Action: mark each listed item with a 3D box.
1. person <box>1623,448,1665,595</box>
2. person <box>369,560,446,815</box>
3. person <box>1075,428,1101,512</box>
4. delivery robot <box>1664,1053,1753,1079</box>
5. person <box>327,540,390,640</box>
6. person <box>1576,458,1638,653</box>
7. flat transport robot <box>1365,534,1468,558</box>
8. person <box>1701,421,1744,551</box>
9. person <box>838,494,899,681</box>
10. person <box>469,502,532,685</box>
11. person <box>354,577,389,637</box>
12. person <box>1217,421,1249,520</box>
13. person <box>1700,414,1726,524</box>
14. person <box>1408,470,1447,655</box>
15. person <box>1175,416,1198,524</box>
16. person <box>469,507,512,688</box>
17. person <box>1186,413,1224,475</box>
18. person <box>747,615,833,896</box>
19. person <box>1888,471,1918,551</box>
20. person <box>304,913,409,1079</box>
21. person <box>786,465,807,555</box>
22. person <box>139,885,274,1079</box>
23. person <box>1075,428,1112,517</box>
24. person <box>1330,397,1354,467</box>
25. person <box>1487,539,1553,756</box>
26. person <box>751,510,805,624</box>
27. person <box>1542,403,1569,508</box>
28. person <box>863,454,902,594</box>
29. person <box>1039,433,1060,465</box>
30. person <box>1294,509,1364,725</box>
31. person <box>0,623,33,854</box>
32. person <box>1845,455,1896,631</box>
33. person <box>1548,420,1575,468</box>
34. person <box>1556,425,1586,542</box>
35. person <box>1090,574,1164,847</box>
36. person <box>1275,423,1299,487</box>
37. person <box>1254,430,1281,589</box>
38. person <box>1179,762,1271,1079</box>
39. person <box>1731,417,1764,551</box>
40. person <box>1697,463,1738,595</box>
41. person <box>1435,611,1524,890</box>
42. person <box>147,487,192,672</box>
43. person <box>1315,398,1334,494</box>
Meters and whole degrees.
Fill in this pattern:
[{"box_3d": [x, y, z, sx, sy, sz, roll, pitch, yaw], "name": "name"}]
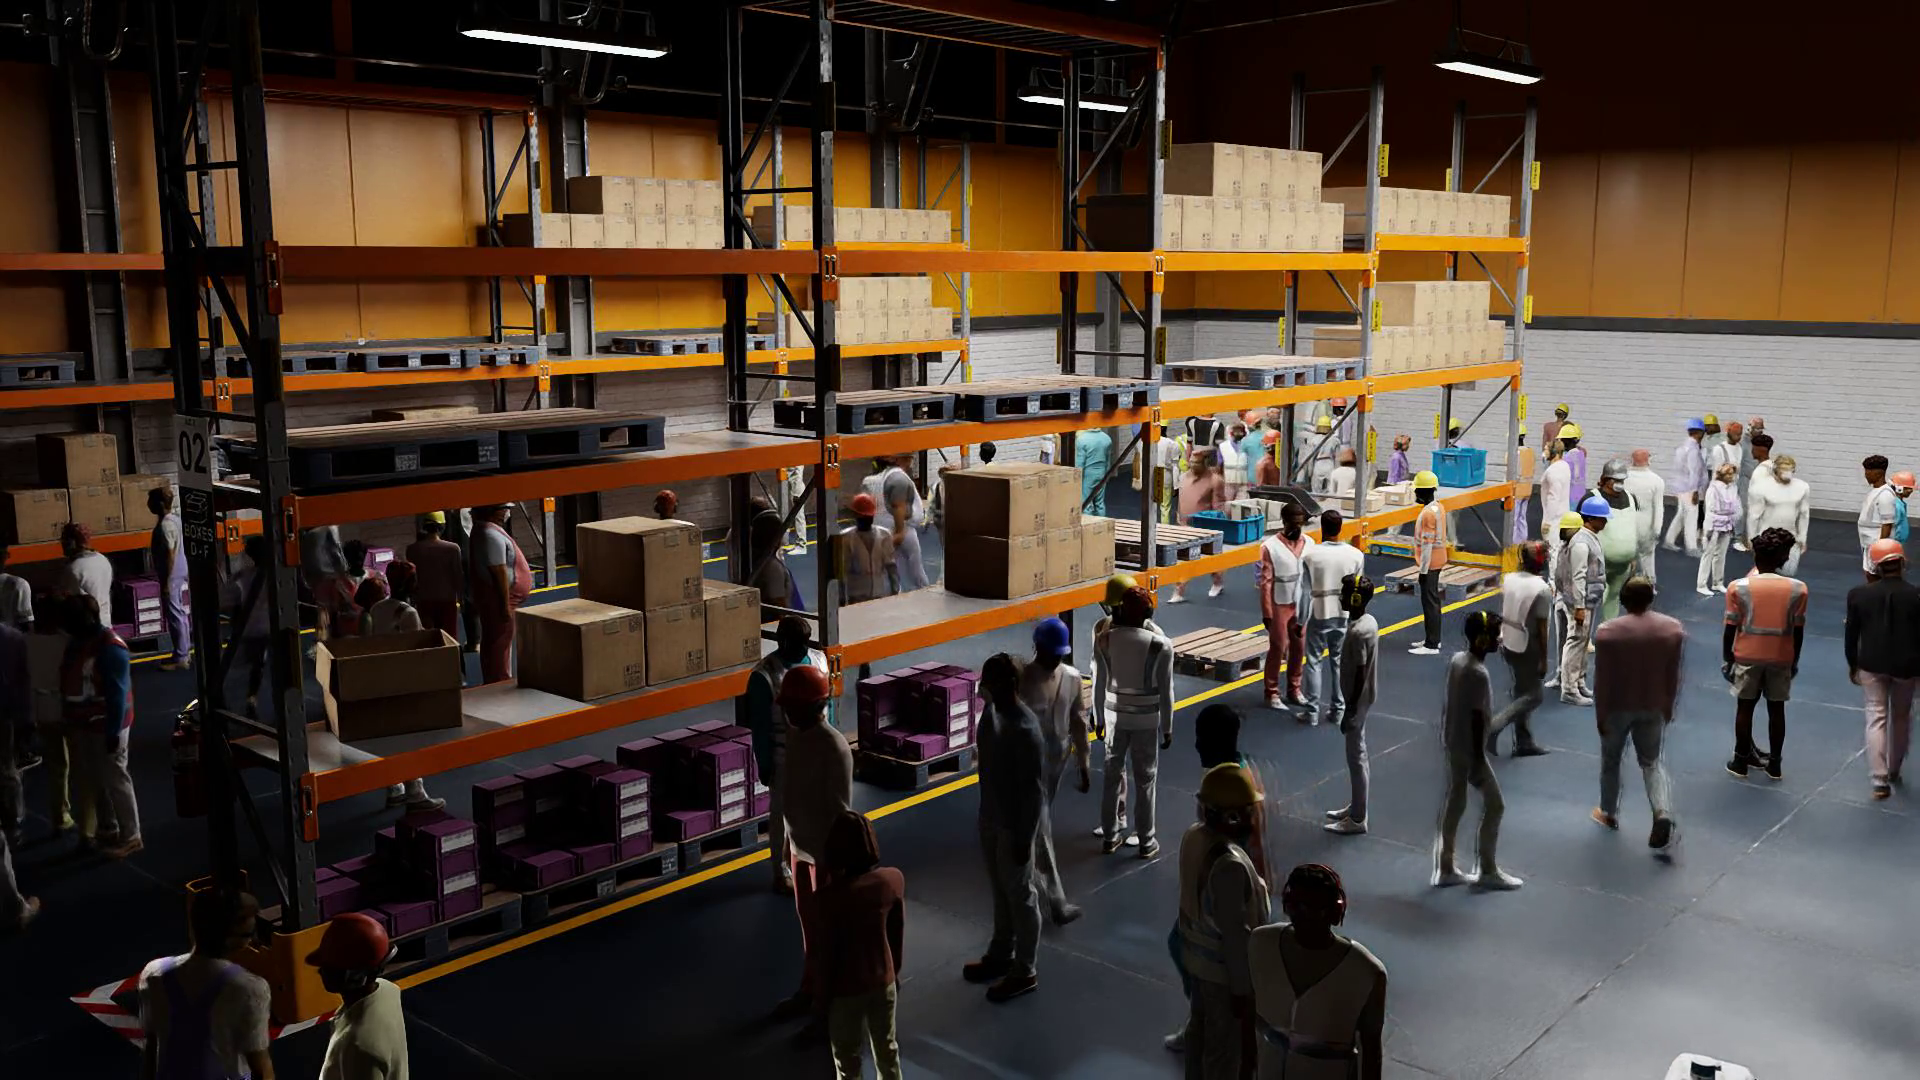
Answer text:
[{"box_3d": [8.092, -0.180, 19.931, 0.642, 1.862, 0.972, 6, 11, 31], "name": "person"}, {"box_3d": [-4.109, 1.082, 12.287, 0.572, 1.886, 0.355, 8, 12, 40], "name": "person"}, {"box_3d": [2.028, -1.327, 27.049, 0.525, 1.760, 0.340, 1, 10, 7], "name": "person"}, {"box_3d": [3.272, 2.525, 7.357, 0.477, 0.478, 0.707, 6, 11, 33], "name": "delivery robot"}, {"box_3d": [-5.161, 0.828, 14.431, 0.541, 1.670, 0.622, -9, 13, -43], "name": "person"}, {"box_3d": [6.783, 0.160, 17.332, 0.682, 2.000, 0.536, -3, 10, -15], "name": "person"}, {"box_3d": [6.196, 0.102, 22.951, 0.652, 0.197, 1.431, -9, 13, -42], "name": "flat transport robot"}, {"box_3d": [10.682, -0.740, 23.250, 0.626, 1.853, 0.509, -5, 11, -29], "name": "person"}, {"box_3d": [-0.838, 0.520, 15.591, 0.547, 1.903, 0.760, -4, 10, -25], "name": "person"}, {"box_3d": [-4.204, 0.506, 15.265, 0.537, 2.000, 0.682, -6, 11, -30], "name": "person"}, {"box_3d": [-4.559, 1.092, 12.976, 0.264, 1.632, 0.507, -4, 10, -21], "name": "person"}, {"box_3d": [3.956, -0.805, 23.750, 0.569, 1.823, 0.704, 1, 10, 9], "name": "person"}, {"box_3d": [11.509, -1.068, 25.574, 0.315, 1.736, 0.485, -5, 11, -29], "name": "person"}, {"box_3d": [4.842, 0.232, 17.281, 0.410, 1.918, 0.585, 4, 10, 21], "name": "person"}, {"box_3d": [3.572, -1.082, 25.795, 0.533, 1.694, 0.319, -2, 10, -14], "name": "person"}, {"box_3d": [-4.452, 0.515, 15.784, 0.395, 1.847, 0.564, 2, 10, 9], "name": "person"}, {"box_3d": [3.759, -1.188, 25.423, 0.613, 2.029, 0.409, 5, 11, 30], "name": "person"}, {"box_3d": [-1.062, 1.375, 10.724, 0.429, 1.831, 0.631, 9, 13, 44], "name": "person"}, {"box_3d": [10.483, 0.090, 18.651, 0.354, 1.738, 0.571, 5, 11, 27], "name": "person"}, {"box_3d": [-2.166, 2.191, 6.047, 0.320, 1.755, 0.563, -2, 10, -13], "name": "person"}, {"box_3d": [-2.304, -0.670, 23.168, 0.307, 1.743, 0.494, -1, 10, -8], "name": "person"}, {"box_3d": [-2.788, 2.135, 6.247, 0.537, 1.795, 0.677, 0, 10, -2], "name": "person"}, {"box_3d": [1.870, -0.880, 23.941, 0.655, 1.906, 0.407, -7, 12, -38], "name": "person"}, {"box_3d": [6.048, -1.350, 26.650, 0.356, 1.937, 0.552, 9, 13, 42], "name": "person"}, {"box_3d": [4.559, 0.896, 13.548, 0.622, 1.832, 0.571, -2, 10, -13], "name": "person"}, {"box_3d": [-1.548, 0.754, 13.781, 0.536, 2.000, 0.672, -6, 11, -32], "name": "person"}, {"box_3d": [9.822, -1.366, 27.306, 0.528, 1.752, 0.340, 7, 12, 35], "name": "person"}, {"box_3d": [-0.905, -0.162, 19.894, 0.490, 1.819, 0.904, 1, 10, 5], "name": "person"}, {"box_3d": [1.508, -1.418, 27.367, 0.383, 1.836, 0.565, -4, 10, -23], "name": "person"}, {"box_3d": [3.242, 0.684, 14.609, 0.598, 1.908, 0.401, -2, 10, -14], "name": "person"}, {"box_3d": [-6.675, 1.226, 11.345, 0.683, 1.917, 0.469, 0, 10, -3], "name": "person"}, {"box_3d": [10.075, 0.033, 18.331, 0.391, 1.958, 0.603, 3, 10, 18], "name": "person"}, {"box_3d": [8.475, -0.773, 23.513, 0.340, 1.839, 0.504, 7, 12, 35], "name": "person"}, {"box_3d": [8.076, -0.572, 22.083, 0.415, 1.917, 0.588, 7, 12, 36], "name": "person"}, {"box_3d": [1.148, 1.176, 11.658, 0.590, 1.913, 0.399, 8, 12, 38], "name": "person"}, {"box_3d": [4.783, -0.897, 24.729, 0.533, 1.674, 0.474, -5, 11, -28], "name": "person"}, {"box_3d": [3.856, -0.378, 20.678, 0.375, 1.995, 0.611, 5, 11, 29], "name": "person"}, {"box_3d": [1.201, 1.902, 7.545, 0.404, 1.836, 0.586, -2, 10, -11], "name": "person"}, {"box_3d": [11.135, -0.783, 23.415, 0.653, 1.894, 0.401, -4, 10, -22], "name": "person"}, {"box_3d": [9.279, -0.135, 20.327, 0.515, 1.628, 0.322, -5, 11, -27], "name": "person"}, {"box_3d": [3.368, 1.354, 10.783, 0.588, 1.850, 0.554, -1, 10, -9], "name": "person"}, {"box_3d": [-7.885, 0.384, 16.575, 0.330, 1.844, 0.520, -3, 10, -16], "name": "person"}, {"box_3d": [6.400, -1.792, 29.119, 0.384, 1.993, 0.623, 3, 10, 16], "name": "person"}]
